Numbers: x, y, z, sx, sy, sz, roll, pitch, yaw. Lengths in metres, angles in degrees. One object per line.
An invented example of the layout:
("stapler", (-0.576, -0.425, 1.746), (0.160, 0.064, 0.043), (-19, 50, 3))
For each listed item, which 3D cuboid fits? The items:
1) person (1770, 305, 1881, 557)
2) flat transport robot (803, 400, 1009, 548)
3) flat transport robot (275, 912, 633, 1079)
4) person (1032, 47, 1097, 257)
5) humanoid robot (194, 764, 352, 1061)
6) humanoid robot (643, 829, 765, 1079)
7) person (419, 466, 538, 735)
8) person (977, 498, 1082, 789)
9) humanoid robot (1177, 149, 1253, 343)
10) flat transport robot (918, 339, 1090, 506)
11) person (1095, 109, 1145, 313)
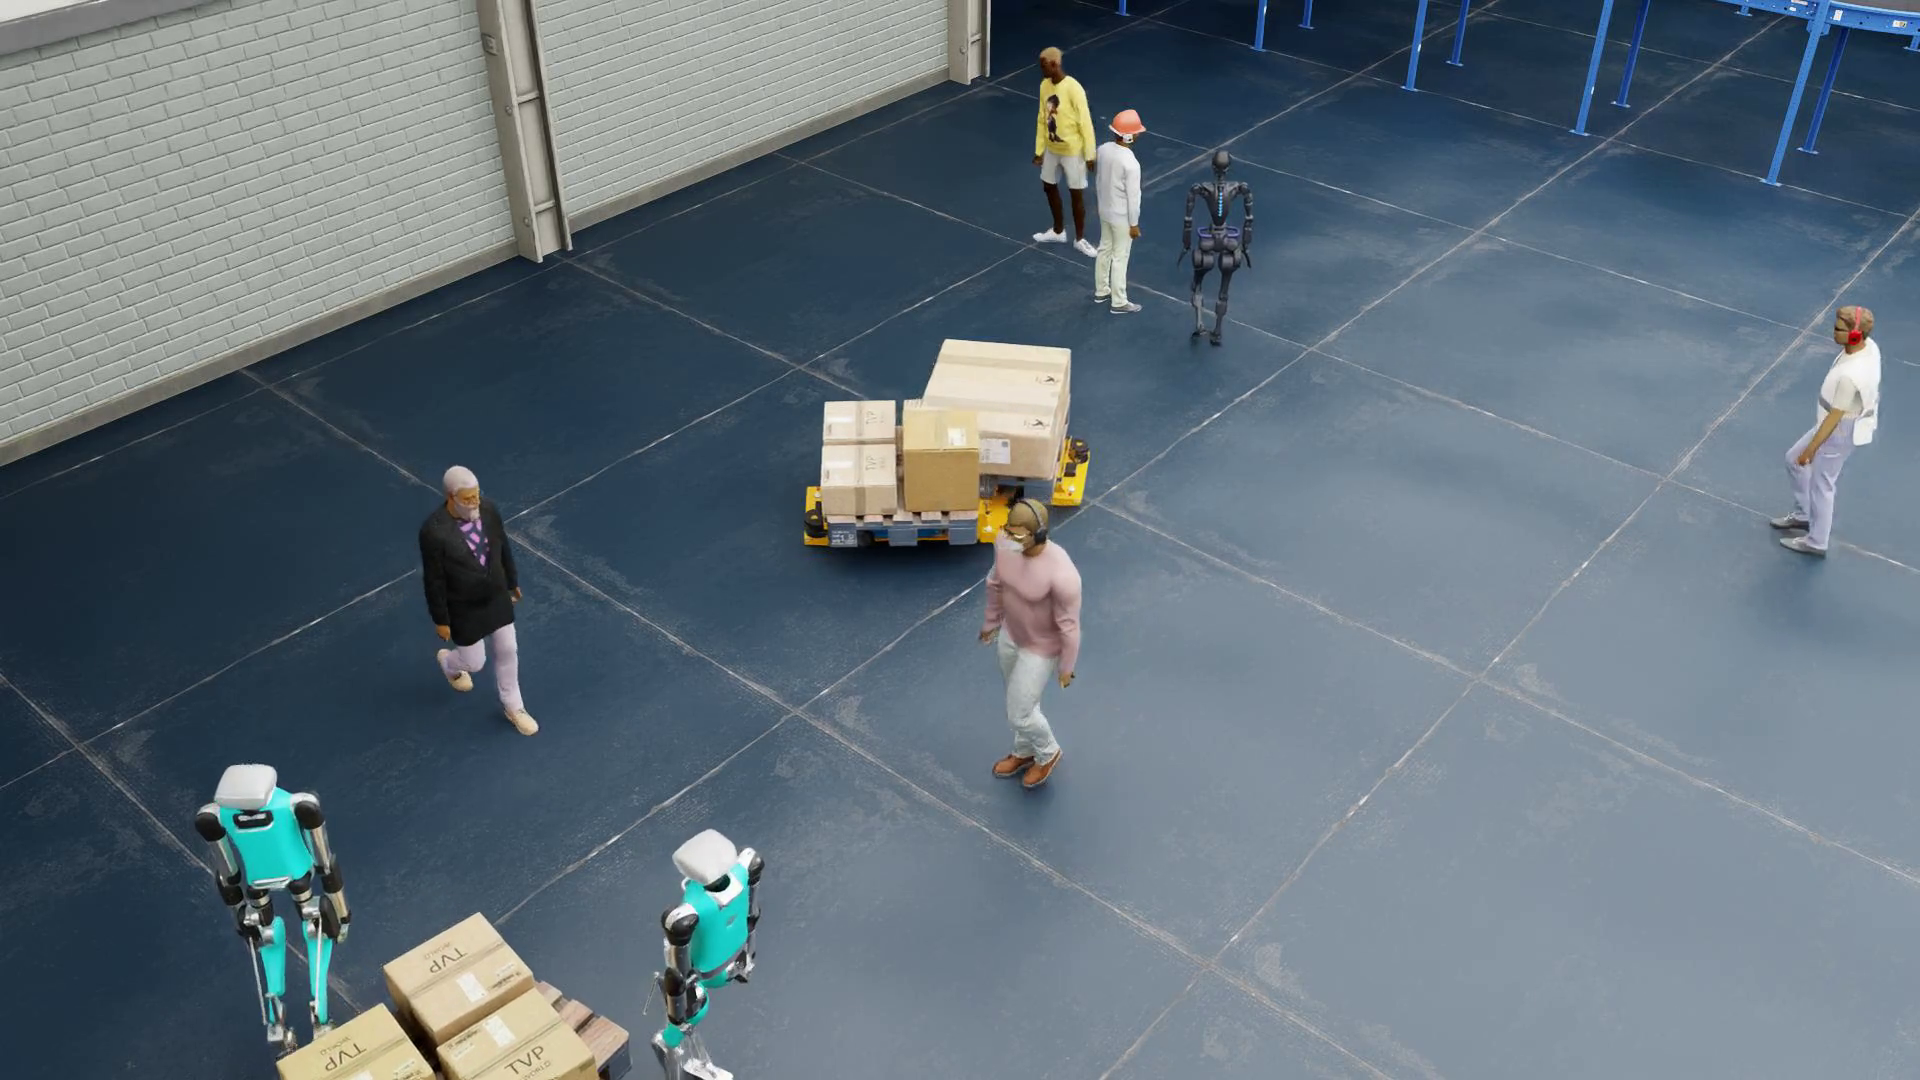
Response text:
("person", (5.791, -0.727, 11.073), (0.544, 1.815, 0.647), (20, 40, 26))
("flat transport robot", (-0.372, -0.226, 11.706), (1.431, 0.231, 0.659), (-1, 35, -2))
("flat transport robot", (-2.294, 2.653, 7.662), (1.431, 0.231, 0.659), (21, 41, 27))
("person", (0.996, -3.455, 14.868), (0.355, 1.867, 0.716), (-30, 45, -35))
("humanoid robot", (-3.045, 1.876, 7.533), (0.539, 1.849, 0.673), (-5, 36, -7))
("humanoid robot", (-1.231, 1.948, 7.481), (0.746, 1.890, 0.538), (24, 42, 29))
("person", (-2.844, 0.308, 9.600), (0.669, 1.835, 0.583), (27, 43, 32))
("person", (0.356, 0.571, 9.153), (0.442, 1.921, 0.656), (-20, 40, -26))
("humanoid robot", (2.082, -2.376, 13.494), (0.598, 1.652, 0.336), (2, 35, 2))
("flat transport robot", (0.208, -0.554, 12.166), (1.431, 0.231, 0.659), (5, 36, 8))
("person", (1.352, -2.770, 13.995), (0.336, 1.752, 0.563), (-16, 38, -21))
